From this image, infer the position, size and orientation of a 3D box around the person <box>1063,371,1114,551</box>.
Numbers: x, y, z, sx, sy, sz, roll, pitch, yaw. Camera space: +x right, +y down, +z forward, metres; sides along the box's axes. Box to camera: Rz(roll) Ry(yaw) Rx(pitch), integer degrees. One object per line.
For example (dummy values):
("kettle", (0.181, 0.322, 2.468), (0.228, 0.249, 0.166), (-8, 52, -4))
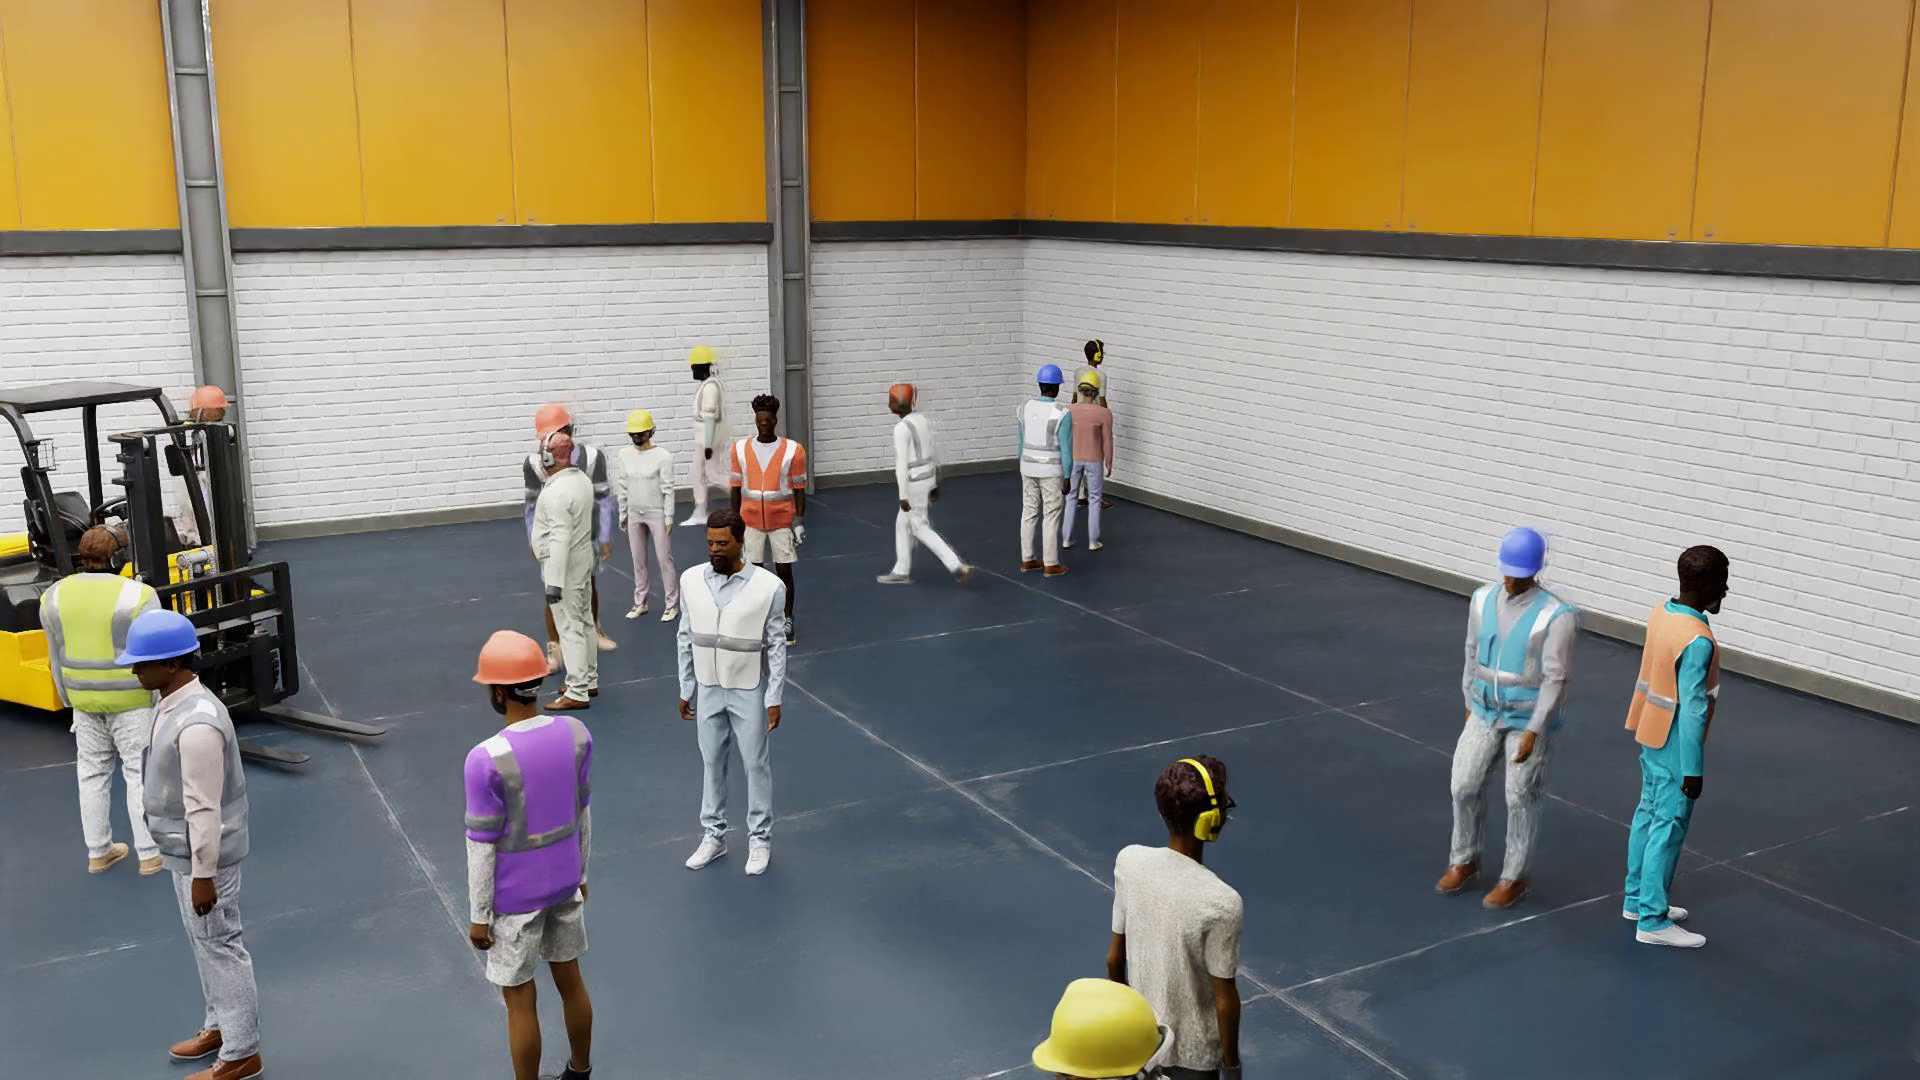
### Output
("person", (1.242, -0.766, 16.242), (0.531, 1.754, 0.342), (4, 13, 18))

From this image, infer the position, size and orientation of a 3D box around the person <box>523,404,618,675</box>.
("person", (-2.891, -0.049, 12.366), (0.634, 1.992, 0.870), (-3, 12, -14))

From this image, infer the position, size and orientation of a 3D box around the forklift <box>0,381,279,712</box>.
("forklift", (-5.853, 0.085, 11.199), (2.313, 2.155, 1.214), (7, 14, 28))

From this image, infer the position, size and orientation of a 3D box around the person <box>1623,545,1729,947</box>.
("person", (3.342, 0.955, 7.803), (0.392, 1.911, 0.587), (1, 12, 6))

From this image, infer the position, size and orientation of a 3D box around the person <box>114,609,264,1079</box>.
("person", (-3.011, 1.210, 6.540), (0.417, 1.939, 0.610), (-8, 14, -32))

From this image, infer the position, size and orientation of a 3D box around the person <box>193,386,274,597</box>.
("person", (-6.251, -0.338, 13.884), (0.553, 1.898, 0.983), (10, 15, 38))

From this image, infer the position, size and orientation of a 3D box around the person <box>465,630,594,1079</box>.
("person", (-1.618, 1.282, 6.224), (0.389, 1.930, 0.544), (9, 15, 35))

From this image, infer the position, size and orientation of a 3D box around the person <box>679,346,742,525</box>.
("person", (-2.531, -1.077, 17.347), (0.786, 1.914, 0.586), (-3, 12, -15))

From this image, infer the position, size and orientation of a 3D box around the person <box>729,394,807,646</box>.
("person", (-1.485, -0.153, 12.851), (0.609, 1.966, 0.364), (1, 12, 5))

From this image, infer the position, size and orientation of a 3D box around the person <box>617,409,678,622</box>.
("person", (-2.556, -0.197, 13.564), (0.526, 1.758, 0.365), (4, 13, 20))

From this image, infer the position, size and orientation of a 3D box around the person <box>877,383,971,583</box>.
("person", (-0.308, -0.472, 14.666), (0.850, 1.845, 0.620), (3, 12, 15))

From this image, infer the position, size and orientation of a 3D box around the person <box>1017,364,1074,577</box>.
("person", (0.787, -0.633, 15.186), (0.601, 1.939, 0.418), (10, 15, 38))

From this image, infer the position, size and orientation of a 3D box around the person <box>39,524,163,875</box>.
("person", (-4.359, 0.826, 8.593), (0.628, 1.836, 0.430), (1, 12, 5))

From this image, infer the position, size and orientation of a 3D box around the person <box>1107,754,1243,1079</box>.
("person", (0.668, 1.555, 5.079), (0.327, 1.871, 0.514), (-10, 15, -39))

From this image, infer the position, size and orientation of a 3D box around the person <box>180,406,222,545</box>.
("person", (-5.878, -0.134, 13.070), (0.430, 1.841, 0.624), (-6, 13, -25))

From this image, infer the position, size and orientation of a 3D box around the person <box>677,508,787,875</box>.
("person", (-1.179, 0.773, 8.626), (0.592, 1.919, 0.392), (3, 12, 14))

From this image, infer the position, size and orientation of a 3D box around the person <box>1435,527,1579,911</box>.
("person", (2.665, 0.876, 8.125), (0.515, 1.920, 0.628), (-10, 15, -38))

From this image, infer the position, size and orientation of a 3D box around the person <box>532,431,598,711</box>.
("person", (-2.700, 0.207, 11.313), (0.400, 1.905, 0.645), (1, 12, 4))

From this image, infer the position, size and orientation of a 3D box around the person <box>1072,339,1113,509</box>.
("person", (1.457, -1.274, 18.336), (0.314, 1.869, 0.537), (-10, 15, -39))

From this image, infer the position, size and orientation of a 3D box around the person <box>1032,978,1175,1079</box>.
("person", (0.334, 1.848, 3.804), (0.404, 1.827, 0.586), (2, 12, 11))
